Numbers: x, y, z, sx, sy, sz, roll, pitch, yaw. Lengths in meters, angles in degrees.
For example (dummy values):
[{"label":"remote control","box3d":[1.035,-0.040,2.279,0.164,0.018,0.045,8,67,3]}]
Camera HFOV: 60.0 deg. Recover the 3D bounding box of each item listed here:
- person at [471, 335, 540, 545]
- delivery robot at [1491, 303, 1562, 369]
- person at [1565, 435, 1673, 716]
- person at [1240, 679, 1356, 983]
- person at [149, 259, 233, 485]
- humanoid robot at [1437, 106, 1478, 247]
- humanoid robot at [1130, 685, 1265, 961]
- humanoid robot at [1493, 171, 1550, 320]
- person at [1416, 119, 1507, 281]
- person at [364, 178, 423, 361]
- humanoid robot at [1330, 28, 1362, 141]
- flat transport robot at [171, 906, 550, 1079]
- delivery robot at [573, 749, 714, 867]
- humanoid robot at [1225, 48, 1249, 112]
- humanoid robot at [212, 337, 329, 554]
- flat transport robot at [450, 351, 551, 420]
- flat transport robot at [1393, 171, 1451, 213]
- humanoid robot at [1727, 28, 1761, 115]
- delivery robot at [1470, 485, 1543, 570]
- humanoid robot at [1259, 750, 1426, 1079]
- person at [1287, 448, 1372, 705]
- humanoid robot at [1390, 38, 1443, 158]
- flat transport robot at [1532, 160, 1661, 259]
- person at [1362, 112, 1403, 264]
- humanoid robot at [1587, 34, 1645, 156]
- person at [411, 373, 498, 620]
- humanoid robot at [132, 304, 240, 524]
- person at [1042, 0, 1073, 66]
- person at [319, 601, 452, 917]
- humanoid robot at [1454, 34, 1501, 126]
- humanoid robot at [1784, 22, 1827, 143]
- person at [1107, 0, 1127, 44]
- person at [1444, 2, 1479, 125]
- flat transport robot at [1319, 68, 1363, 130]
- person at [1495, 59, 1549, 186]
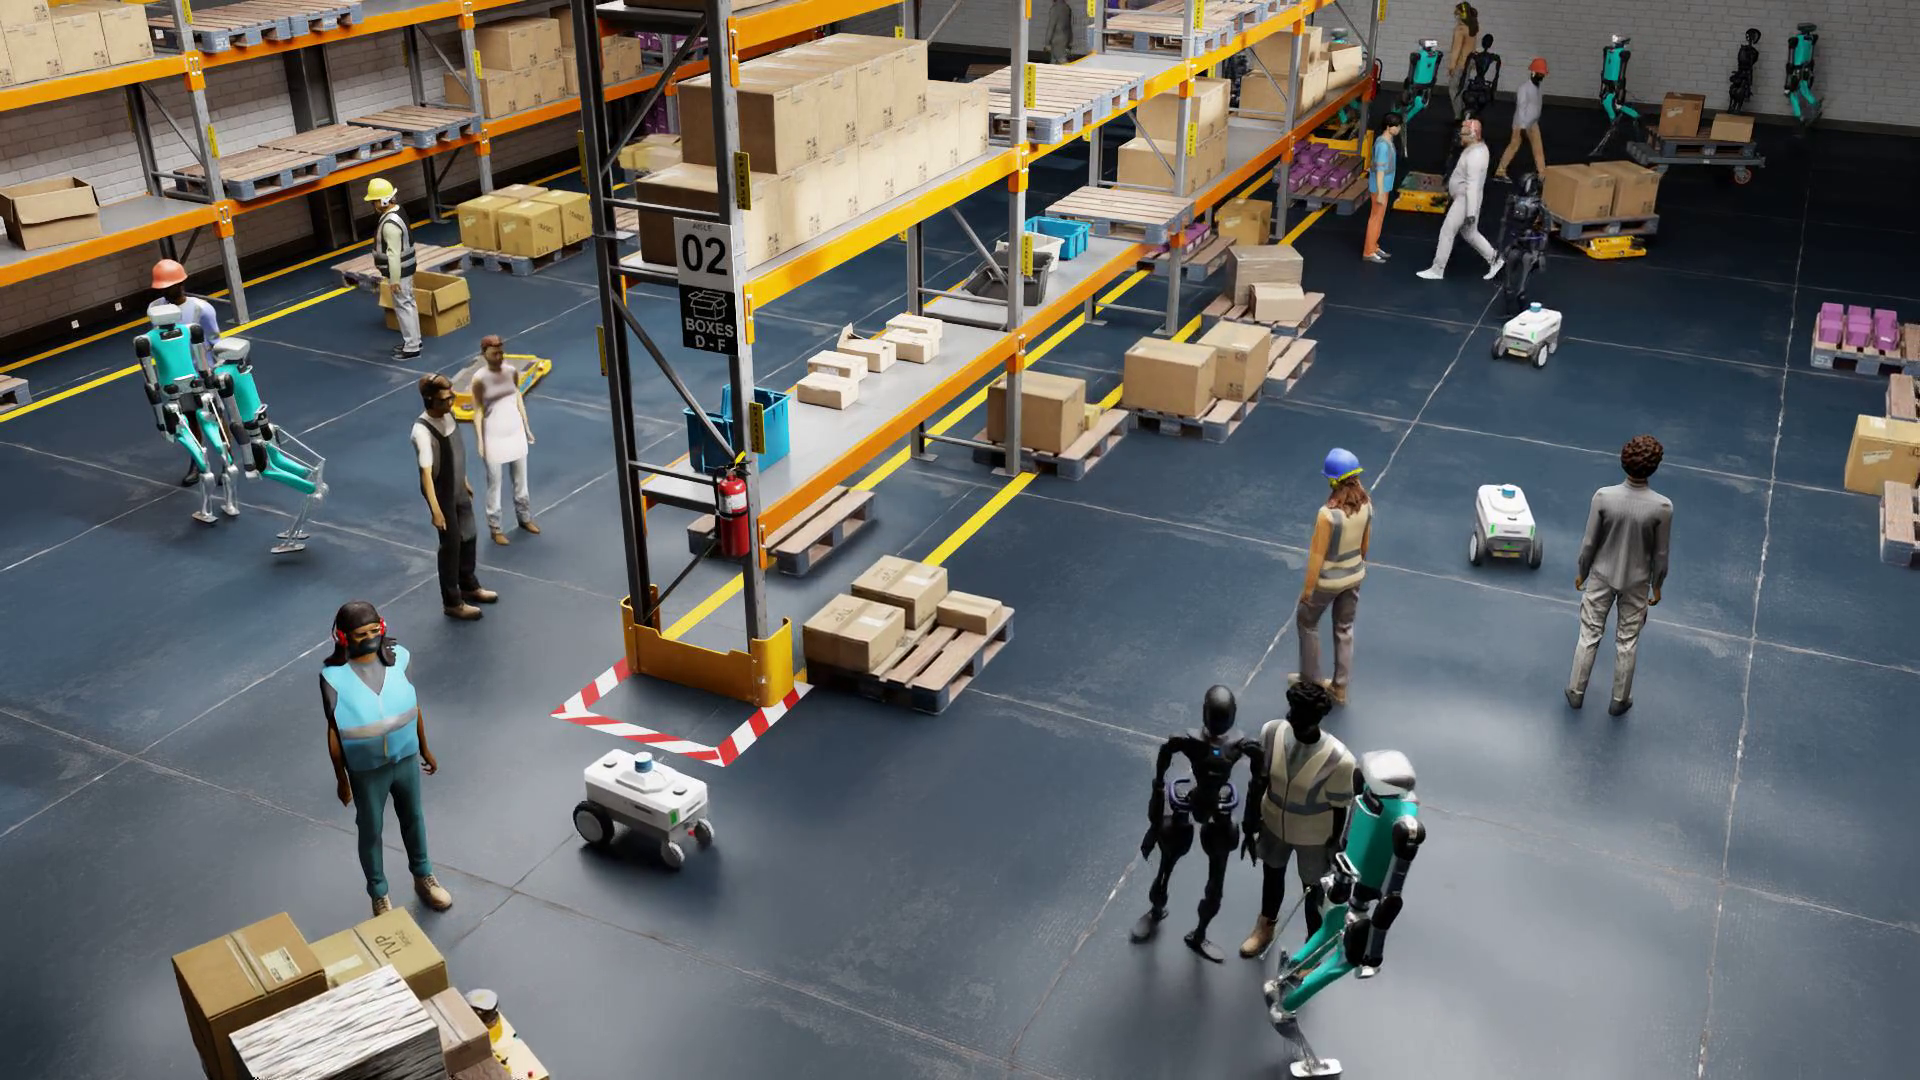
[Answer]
[{"label":"person","box3d":[-3.512,-0.784,12.791,0.460,1.658,0.284,-24,35,-39]},{"label":"delivery robot","box3d":[5.707,-2.064,16.632,0.499,0.601,0.805,21,33,36]},{"label":"person","box3d":[4.153,0.239,10.459,0.530,1.899,0.395,11,28,21]},{"label":"person","box3d":[1.679,1.428,8.293,0.535,1.691,0.318,21,33,36]},{"label":"person","box3d":[-6.305,-1.366,13.659,0.545,1.938,0.375,1,26,3]},{"label":"humanoid robot","box3d":[6.056,-4.386,20.037,0.315,1.655,0.599,-9,28,-18]},{"label":"humanoid robot","box3d":[1.198,1.396,8.379,0.598,1.647,0.454,0,26,0]},{"label":"humanoid robot","box3d":[5.867,-3.036,17.323,0.388,1.635,0.611,-20,32,-34]},{"label":"person","box3d":[5.726,-3.787,18.635,0.911,1.861,0.634,12,29,22]},{"label":"person","box3d":[-5.567,-2.671,16.430,0.403,1.821,0.596,-5,27,-10]},{"label":"humanoid robot","box3d":[5.710,-6.561,24.395,0.776,1.791,0.538,19,32,34]},{"label":"flat transport robot","box3d":[-2.673,2.576,7.575,1.431,0.231,0.659,-20,32,-34]},{"label":"delivery robot","box3d":[-1.807,1.482,9.479,0.788,0.610,0.499,15,30,28]},{"label":"humanoid robot","box3d":[4.066,-6.571,24.464,0.333,1.645,0.614,-11,28,-21]},{"label":"humanoid robot","box3d":[-5.053,-0.705,12.397,0.735,1.677,0.533,-2,26,-4]},{"label":"flat transport robot","box3d":[-4.427,-1.473,15.753,0.659,0.231,1.431,3,26,6]},{"label":"flat transport robot","box3d":[6.208,-4.629,22.129,0.659,0.231,1.431,10,28,19]},{"label":"humanoid robot","box3d":[11.732,-6.828,24.971,0.315,1.653,0.599,4,27,8]},{"label":"delivery robot","box3d":[4.161,-0.131,12.711,0.499,0.586,0.773,4,27,7]},{"label":"humanoid robot","box3d":[1.636,1.779,7.554,0.723,1.805,0.531,-5,27,-10]},{"label":"person","box3d":[2.358,0.227,10.629,0.542,1.755,0.466,-15,30,-27]},{"label":"humanoid robot","box3d":[6.478,-6.379,24.031,0.533,1.776,0.804,-12,29,-22]},{"label":"flat transport robot","box3d":[7.674,-3.730,20.312,0.659,0.231,1.431,-6,27,-12]},{"label":"person","box3d":[4.935,-4.109,19.404,0.343,1.759,0.499,8,28,17]},{"label":"humanoid robot","box3d":[9.727,-6.447,24.175,0.974,1.771,0.534,-6,27,-13]},{"label":"person","box3d":[-3.580,-0.313,11.646,0.358,1.834,0.527,4,27,8]},{"label":"humanoid robot","box3d":[-5.927,-0.944,12.947,0.728,1.714,0.530,22,34,37]},{"label":"person","box3d":[1.627,-8.403,28.055,1.009,1.778,0.526,18,32,32]},{"label":"person","box3d":[-3.004,1.156,8.644,0.520,1.866,0.392,-22,34,-37]},{"label":"humanoid robot","box3d":[7.662,-6.664,24.684,0.616,1.647,0.602,1,26,1]},{"label":"humanoid robot","box3d":[12.609,-6.700,24.739,0.555,1.854,0.746,-13,29,-24]},{"label":"person","box3d":[2.638,-8.931,28.964,0.682,1.905,0.585,-13,29,-25]},{"label":"person","box3d":[7.871,-7.472,26.087,0.391,1.865,0.668,22,34,37]},{"label":"flat transport robot","box3d":[5.628,-6.704,26.319,1.431,0.231,0.659,21,33,36]},{"label":"person","box3d":[7.765,-5.657,22.592,0.575,1.698,0.900,-19,32,-33]}]
